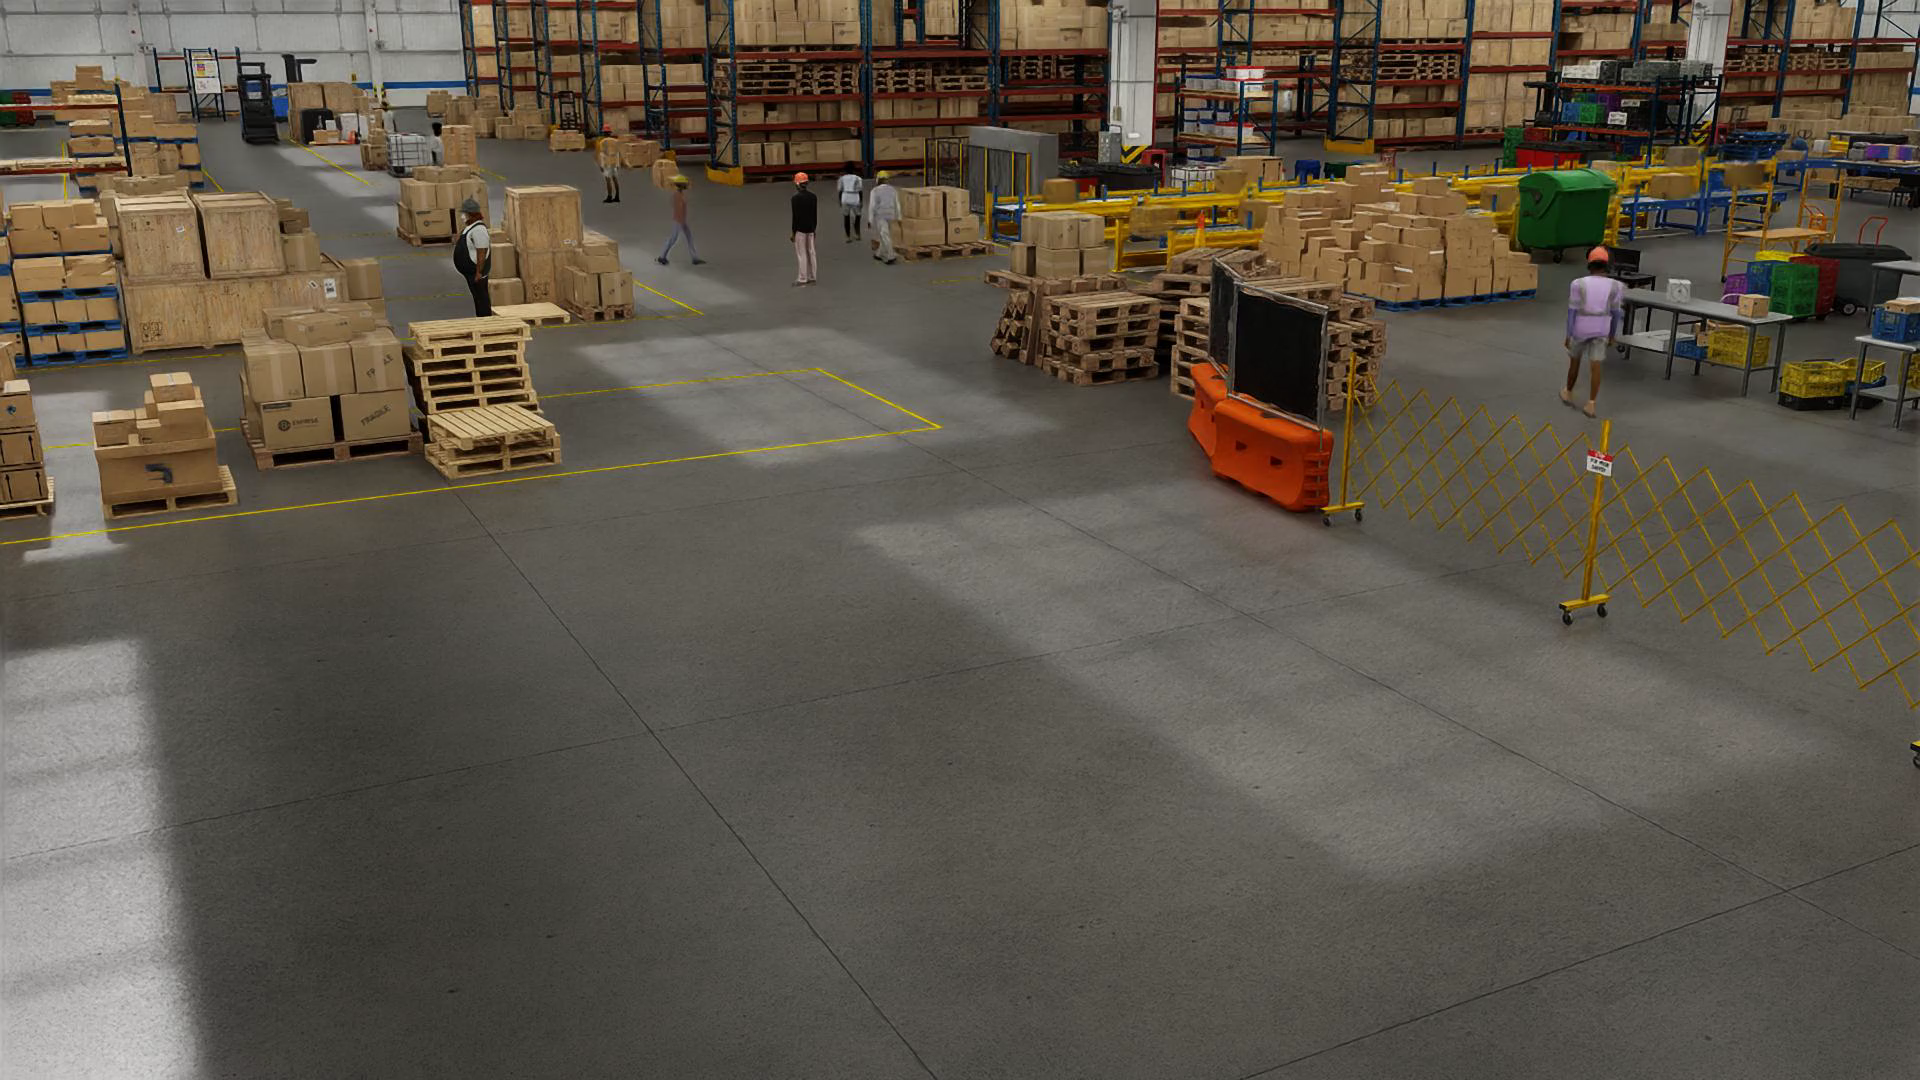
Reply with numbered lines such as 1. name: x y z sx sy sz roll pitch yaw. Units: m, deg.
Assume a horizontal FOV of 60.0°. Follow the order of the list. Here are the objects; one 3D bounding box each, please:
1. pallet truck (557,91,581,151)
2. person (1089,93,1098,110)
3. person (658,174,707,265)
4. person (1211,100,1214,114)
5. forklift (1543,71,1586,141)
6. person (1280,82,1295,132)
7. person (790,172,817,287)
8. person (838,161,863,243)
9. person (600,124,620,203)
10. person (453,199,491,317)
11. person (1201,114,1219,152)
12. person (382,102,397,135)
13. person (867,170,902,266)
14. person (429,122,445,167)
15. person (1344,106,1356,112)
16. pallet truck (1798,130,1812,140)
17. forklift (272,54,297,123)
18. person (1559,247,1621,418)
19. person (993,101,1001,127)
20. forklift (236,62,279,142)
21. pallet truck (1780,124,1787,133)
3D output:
1. pallet truck: -13.495 -14.412 57.188 0.823 1.965 1.885 -3 18 -9
2. person: 5.545 -18.144 69.307 0.317 1.694 0.543 -16 24 -41
3. person: -5.372 -6.110 31.757 0.910 1.726 0.530 1 18 2
4. person: 9.705 -16.372 63.480 1.050 1.871 0.658 -14 22 -36
5. forklift: 18.685 -13.231 52.085 1.873 2.768 1.129 -9 20 -26
6. person: 12.905 -17.103 65.695 0.641 1.924 0.543 -6 19 -18
7. person: -2.759 -5.458 29.276 0.386 1.992 0.624 13 22 35
8. person: -2.266 -7.105 34.909 0.558 1.671 0.656 4 18 11
9. person: -8.844 -9.484 41.921 0.359 1.936 0.552 14 23 37
10. person: -7.291 -4.076 24.895 0.537 2.000 0.683 -8 20 -24
11. person: 7.629 -12.119 50.605 0.540 1.649 0.891 12 22 34
12. person: -18.553 -13.289 53.982 0.540 1.825 1.003 12 21 32
13. person: -1.450 -6.185 31.929 0.650 1.770 0.975 -13 22 -35
14. person: -13.547 -9.804 42.925 0.836 1.942 0.607 1 18 2
15. person: 16.104 -17.893 68.703 0.876 1.595 0.552 -7 19 -21
16. pallet truck: 25.526 -11.556 49.408 1.630 1.274 0.653 -9 20 -26
17. forklift: -28.330 -19.148 70.531 1.873 2.768 1.129 -9 20 -26
18. person: 7.656 -2.548 20.212 0.633 1.985 1.033 3 18 8
19. person: 1.058 -13.278 53.915 1.015 1.858 0.690 -1 18 -4
20. forklift: -25.796 -16.044 60.854 1.129 2.768 1.873 -9 20 -27
21. pallet truck: 25.206 -12.542 52.601 1.601 1.201 0.680 0 18 -2
